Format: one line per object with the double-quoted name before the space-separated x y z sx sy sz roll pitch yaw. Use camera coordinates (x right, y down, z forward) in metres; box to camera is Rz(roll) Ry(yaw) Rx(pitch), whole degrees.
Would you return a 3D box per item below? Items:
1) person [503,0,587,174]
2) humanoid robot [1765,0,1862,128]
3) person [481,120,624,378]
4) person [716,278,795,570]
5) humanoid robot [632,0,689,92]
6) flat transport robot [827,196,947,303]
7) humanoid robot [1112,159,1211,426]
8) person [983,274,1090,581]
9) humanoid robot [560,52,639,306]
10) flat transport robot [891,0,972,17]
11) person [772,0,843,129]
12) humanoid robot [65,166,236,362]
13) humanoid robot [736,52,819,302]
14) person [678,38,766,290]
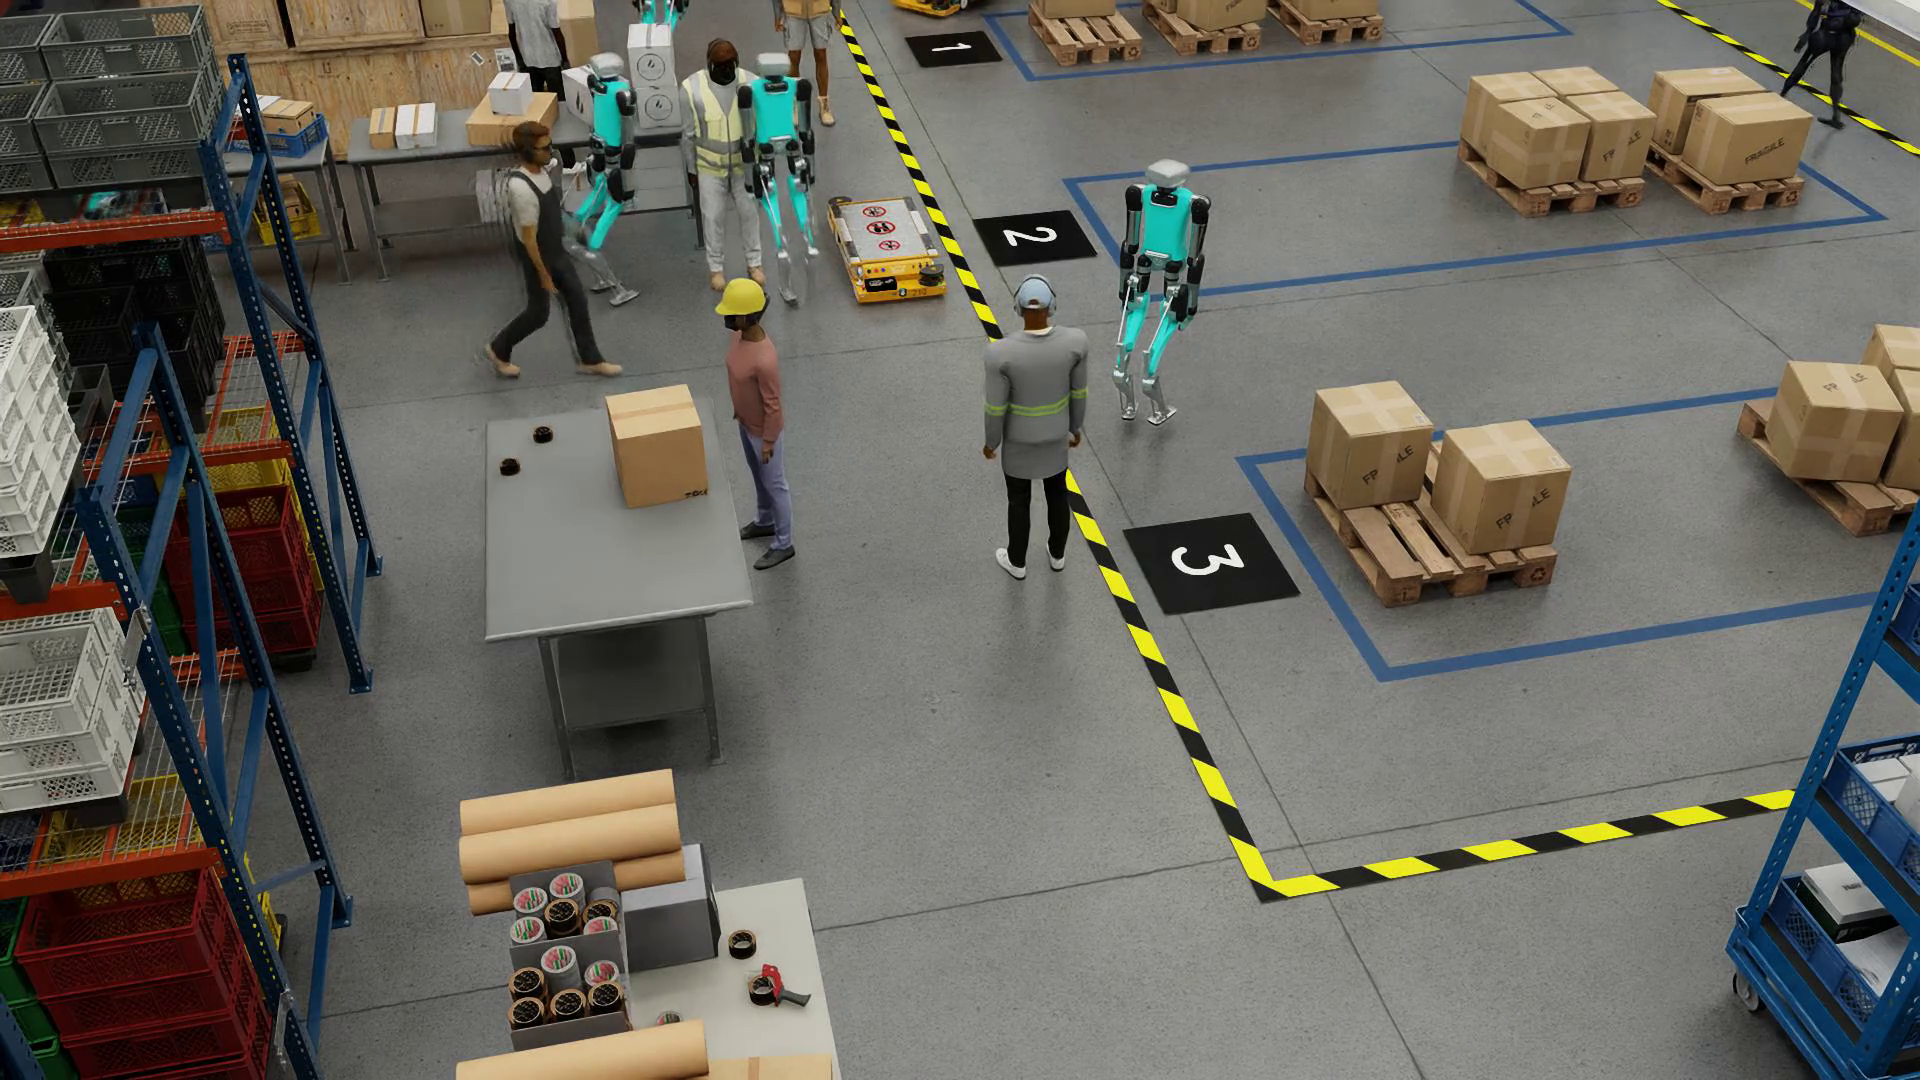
"person" -3.339 -3.825 13.353 0.507 1.872 0.329 11 38 14
"humanoid robot" 7.527 -4.437 14.372 0.609 1.618 0.778 -15 39 -19
"person" -2.741 -1.828 10.720 0.857 1.814 0.521 6 37 8
"person" -1.128 -0.644 9.164 0.310 1.768 0.521 -17 40 -21
"humanoid robot" -2.672 -4.614 14.616 0.544 1.902 0.727 3 37 4
"flat transport robot" -0.570 -2.220 12.538 0.659 0.231 1.431 -8 37 -10
"humanoid robot" 1.140 -1.431 10.134 0.533 1.676 0.735 17 40 21
"person" 0.399 -0.605 9.044 0.587 1.848 0.396 -9 38 -12
"humanoid robot" -2.571 -2.480 11.602 0.733 1.724 0.535 -25 43 -29
"flat transport robot" -0.046 -5.799 17.324 0.652 0.197 1.431 22 42 26
"person" -1.296 -4.503 14.126 0.604 2.037 0.390 -5 37 -7
"humanoid robot" -5.309 -1.908 10.925 1.003 1.775 0.532 8 37 11
"humanoid robot" -1.196 -2.403 11.622 0.549 1.862 0.734 -14 39 -18
"person" -1.643 -2.673 11.835 0.633 1.832 0.430 -9 38 -11
